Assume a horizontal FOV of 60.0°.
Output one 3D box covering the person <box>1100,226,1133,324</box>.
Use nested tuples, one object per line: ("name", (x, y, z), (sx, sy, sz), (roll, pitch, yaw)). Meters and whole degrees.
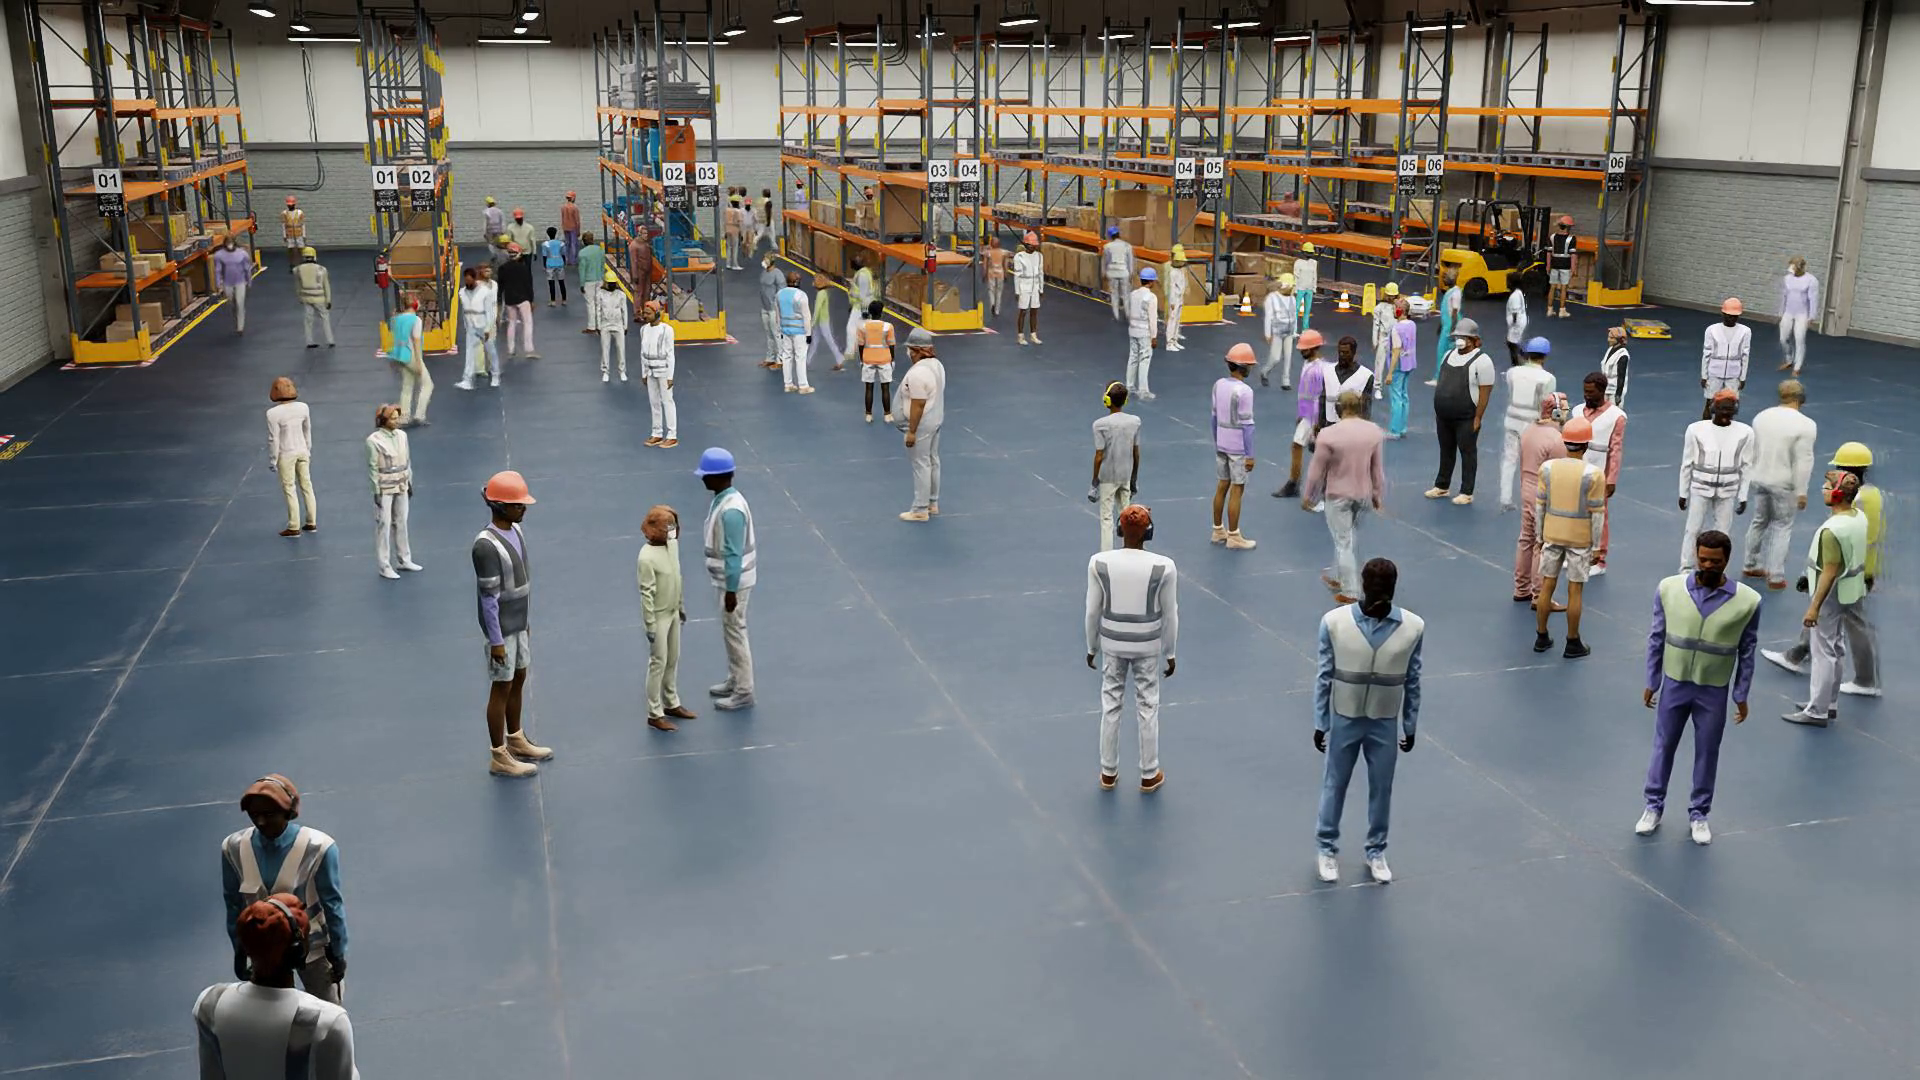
("person", (3.099, -5.257, 32.980), (0.630, 1.900, 0.564), (0, 15, -1))

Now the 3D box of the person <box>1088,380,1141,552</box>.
("person", (1.411, -0.538, 15.281), (0.514, 1.876, 0.328), (-8, 17, -27))

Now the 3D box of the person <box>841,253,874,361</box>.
("person", (-1.782, -3.951, 28.256), (0.814, 1.813, 0.628), (1, 15, 4))

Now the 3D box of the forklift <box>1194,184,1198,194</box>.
("forklift", (7.392, -11.333, 53.972), (1.873, 2.768, 1.129), (-4, 15, -15))

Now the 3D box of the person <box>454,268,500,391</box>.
("person", (-7.369, -3.217, 25.385), (0.622, 1.852, 1.026), (4, 16, 16))

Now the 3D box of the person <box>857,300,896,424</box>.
("person", (-1.134, -2.432, 22.756), (0.531, 1.692, 0.320), (2, 15, 9))

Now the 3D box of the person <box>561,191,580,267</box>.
("person", (-10.273, -8.231, 44.030), (0.607, 1.987, 0.408), (9, 17, 30))

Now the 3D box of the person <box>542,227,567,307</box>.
("person", (-8.672, -5.842, 35.571), (0.537, 1.698, 0.320), (-10, 18, -33))

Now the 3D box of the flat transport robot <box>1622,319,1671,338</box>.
("flat transport robot", (12.936, -3.990, 31.343), (0.652, 0.197, 1.431), (3, 15, 12))

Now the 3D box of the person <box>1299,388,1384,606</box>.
("person", (3.325, -0.399, 14.697), (0.654, 1.900, 0.883), (-7, 16, -24))

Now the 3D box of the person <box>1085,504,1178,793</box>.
("person", (1.093, 0.694, 10.625), (0.584, 1.882, 0.337), (4, 15, 13))

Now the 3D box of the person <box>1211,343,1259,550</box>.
("person", (2.726, -0.920, 16.397), (0.380, 2.040, 0.615), (-7, 16, -23))

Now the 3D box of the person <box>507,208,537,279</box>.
("person", (-9.837, -6.462, 37.368), (0.636, 1.973, 0.470), (-3, 15, -12))

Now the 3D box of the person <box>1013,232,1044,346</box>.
("person", (1.257, -4.513, 29.943), (0.607, 2.034, 0.408), (-9, 17, -29))

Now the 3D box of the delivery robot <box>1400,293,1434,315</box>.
("delivery robot", (9.121, -4.710, 33.330), (0.707, 0.478, 0.477), (10, 18, 34))

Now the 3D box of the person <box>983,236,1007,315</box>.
("person", (0.727, -5.388, 34.027), (0.516, 1.623, 0.526), (-1, 15, -5))

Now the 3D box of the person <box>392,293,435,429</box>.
("person", (-7.387, -2.403, 22.414), (0.591, 1.810, 0.540), (12, 19, 39))

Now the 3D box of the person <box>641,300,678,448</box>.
("person", (-3.852, -2.113, 21.219), (0.576, 1.875, 0.356), (11, 18, 35))

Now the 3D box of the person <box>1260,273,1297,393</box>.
("person", (4.871, -3.132, 25.189), (0.619, 1.792, 0.488), (-8, 17, -28))

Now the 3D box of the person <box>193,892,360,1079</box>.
("person", (-2.196, 2.053, 5.512), (0.587, 1.882, 0.341), (4, 15, 15))

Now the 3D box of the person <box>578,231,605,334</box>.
("person", (-6.958, -4.868, 31.472), (0.375, 1.933, 0.626), (10, 18, 34))

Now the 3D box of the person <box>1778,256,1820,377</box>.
("person", (13.526, -3.592, 26.712), (0.536, 1.919, 0.777), (-7, 17, -25))

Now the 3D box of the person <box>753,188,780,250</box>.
("person", (-5.719, -9.385, 48.701), (0.845, 1.819, 0.636), (-10, 18, -33))

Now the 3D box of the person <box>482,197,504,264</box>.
("person", (-12.483, -8.259, 44.455), (0.627, 1.808, 0.463), (-12, 19, -38))

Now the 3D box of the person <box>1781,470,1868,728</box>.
("person", (6.153, 0.418, 11.738), (0.390, 1.846, 0.564), (14, 20, 42))

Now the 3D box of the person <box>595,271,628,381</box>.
("person", (-5.467, -3.360, 26.174), (0.487, 1.738, 0.320), (-3, 15, -12))

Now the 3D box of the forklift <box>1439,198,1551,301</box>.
("forklift", (11.913, -6.508, 37.130), (2.313, 2.155, 1.214), (-4, 15, -15))

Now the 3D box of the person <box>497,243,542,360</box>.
("person", (-7.525, -4.053, 28.356), (0.848, 1.961, 0.600), (5, 16, 17))

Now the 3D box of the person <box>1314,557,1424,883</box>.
("person", (2.298, 1.005, 9.413), (0.593, 1.910, 0.385), (1, 15, 3))

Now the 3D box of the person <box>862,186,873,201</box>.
("person", (-2.711, -9.539, 49.195), (0.508, 1.859, 0.333), (10, 18, 34))

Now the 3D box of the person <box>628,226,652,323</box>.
("person", (-6.318, -5.290, 33.126), (0.400, 1.900, 0.647), (5, 16, 18))

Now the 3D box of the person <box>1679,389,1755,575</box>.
("person", (6.722, -0.422, 14.845), (0.574, 1.877, 0.345), (4, 15, 16))

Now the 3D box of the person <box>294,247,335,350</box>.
("person", (-11.424, -4.268, 29.428), (0.599, 1.816, 0.436), (-2, 15, -8))

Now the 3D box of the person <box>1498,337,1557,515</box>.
("person", (6.165, -1.244, 17.901), (1.014, 1.882, 0.615), (-14, 20, -43))

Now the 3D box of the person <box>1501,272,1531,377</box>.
("person", (8.923, -3.434, 26.558), (0.501, 1.678, 0.544), (5, 16, 18))

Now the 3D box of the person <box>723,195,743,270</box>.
("person", (-5.888, -7.988, 43.253), (0.618, 1.912, 0.446), (9, 18, 32))

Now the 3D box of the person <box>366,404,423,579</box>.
("person", (-5.279, -0.460, 15.454), (0.313, 1.633, 0.517), (7, 16, 23))
